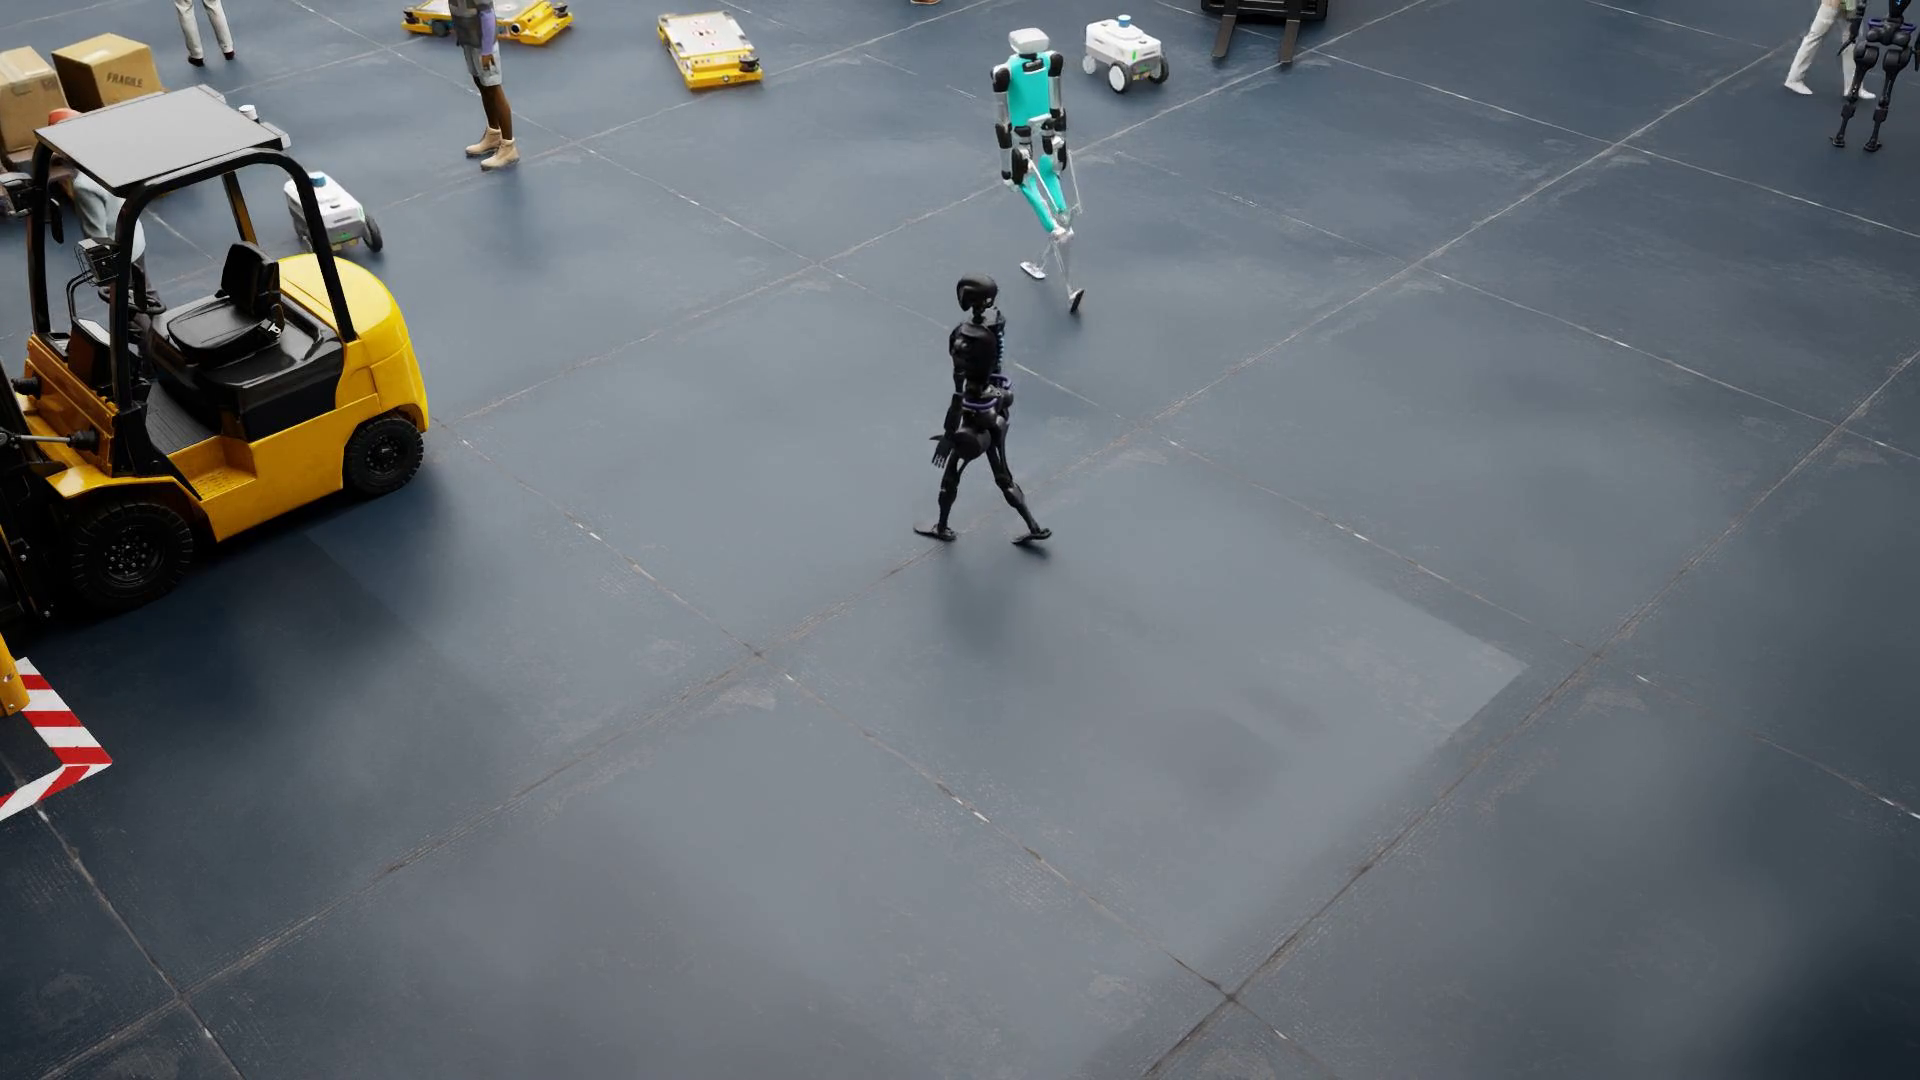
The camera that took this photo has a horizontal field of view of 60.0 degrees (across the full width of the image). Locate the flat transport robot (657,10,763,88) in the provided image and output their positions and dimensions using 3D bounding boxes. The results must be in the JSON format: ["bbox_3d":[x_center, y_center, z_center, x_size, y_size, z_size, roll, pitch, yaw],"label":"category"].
[{"bbox_3d":[-2.259,-4.417,14.910,0.659,0.231,1.431,-12,38,-15],"label":"flat transport robot"}]

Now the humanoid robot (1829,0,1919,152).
[{"bbox_3d":[7.237,-3.896,13.023,0.599,1.657,0.315,17,40,22],"label":"humanoid robot"}]

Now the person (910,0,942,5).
[{"bbox_3d":[-0.413,-6.076,15.736,0.373,1.940,0.627,-12,39,-16],"label":"person"}]

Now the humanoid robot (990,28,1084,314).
[{"bbox_3d":[0.644,-2.391,10.981,0.554,1.760,0.970,-21,42,-26],"label":"humanoid robot"}]

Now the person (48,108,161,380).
[{"bbox_3d":[-5.189,-1.803,10.181,0.351,1.740,0.571,-4,37,-5],"label":"person"}]

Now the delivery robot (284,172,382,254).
[{"bbox_3d":[-4.505,-2.307,11.862,0.499,0.613,0.790,-25,43,-30],"label":"delivery robot"}]

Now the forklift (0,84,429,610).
[{"bbox_3d":[-4.145,-1.093,8.856,2.313,2.155,1.214,-31,47,-34],"label":"forklift"}]

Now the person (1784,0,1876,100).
[{"bbox_3d":[7.427,-4.423,13.795,0.523,1.606,0.782,-27,45,-32],"label":"person"}]

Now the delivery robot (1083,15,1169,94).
[{"bbox_3d":[1.417,-4.243,14.433,0.499,0.590,0.793,-22,42,-27],"label":"delivery robot"}]

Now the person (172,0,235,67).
[{"bbox_3d":[-6.756,-5.036,14.473,0.551,1.781,0.384,-23,42,-27],"label":"person"}]

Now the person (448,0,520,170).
[{"bbox_3d":[-3.708,-3.826,12.649,0.400,2.032,0.606,-20,41,-24],"label":"person"}]

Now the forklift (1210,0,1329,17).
[{"bbox_3d":[3.106,-6.400,15.960,1.214,2.155,2.313,8,37,10],"label":"forklift"}]

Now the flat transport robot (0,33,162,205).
[{"bbox_3d":[-6.757,-2.959,12.958,0.659,0.231,1.431,-26,44,-30],"label":"flat transport robot"}]

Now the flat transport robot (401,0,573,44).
[{"bbox_3d":[-4.420,-4.891,15.544,1.431,0.231,0.659,9,38,12],"label":"flat transport robot"}]

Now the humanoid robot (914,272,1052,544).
[{"bbox_3d":[0.118,-0.650,8.732,0.762,1.639,0.600,16,40,21],"label":"humanoid robot"}]
